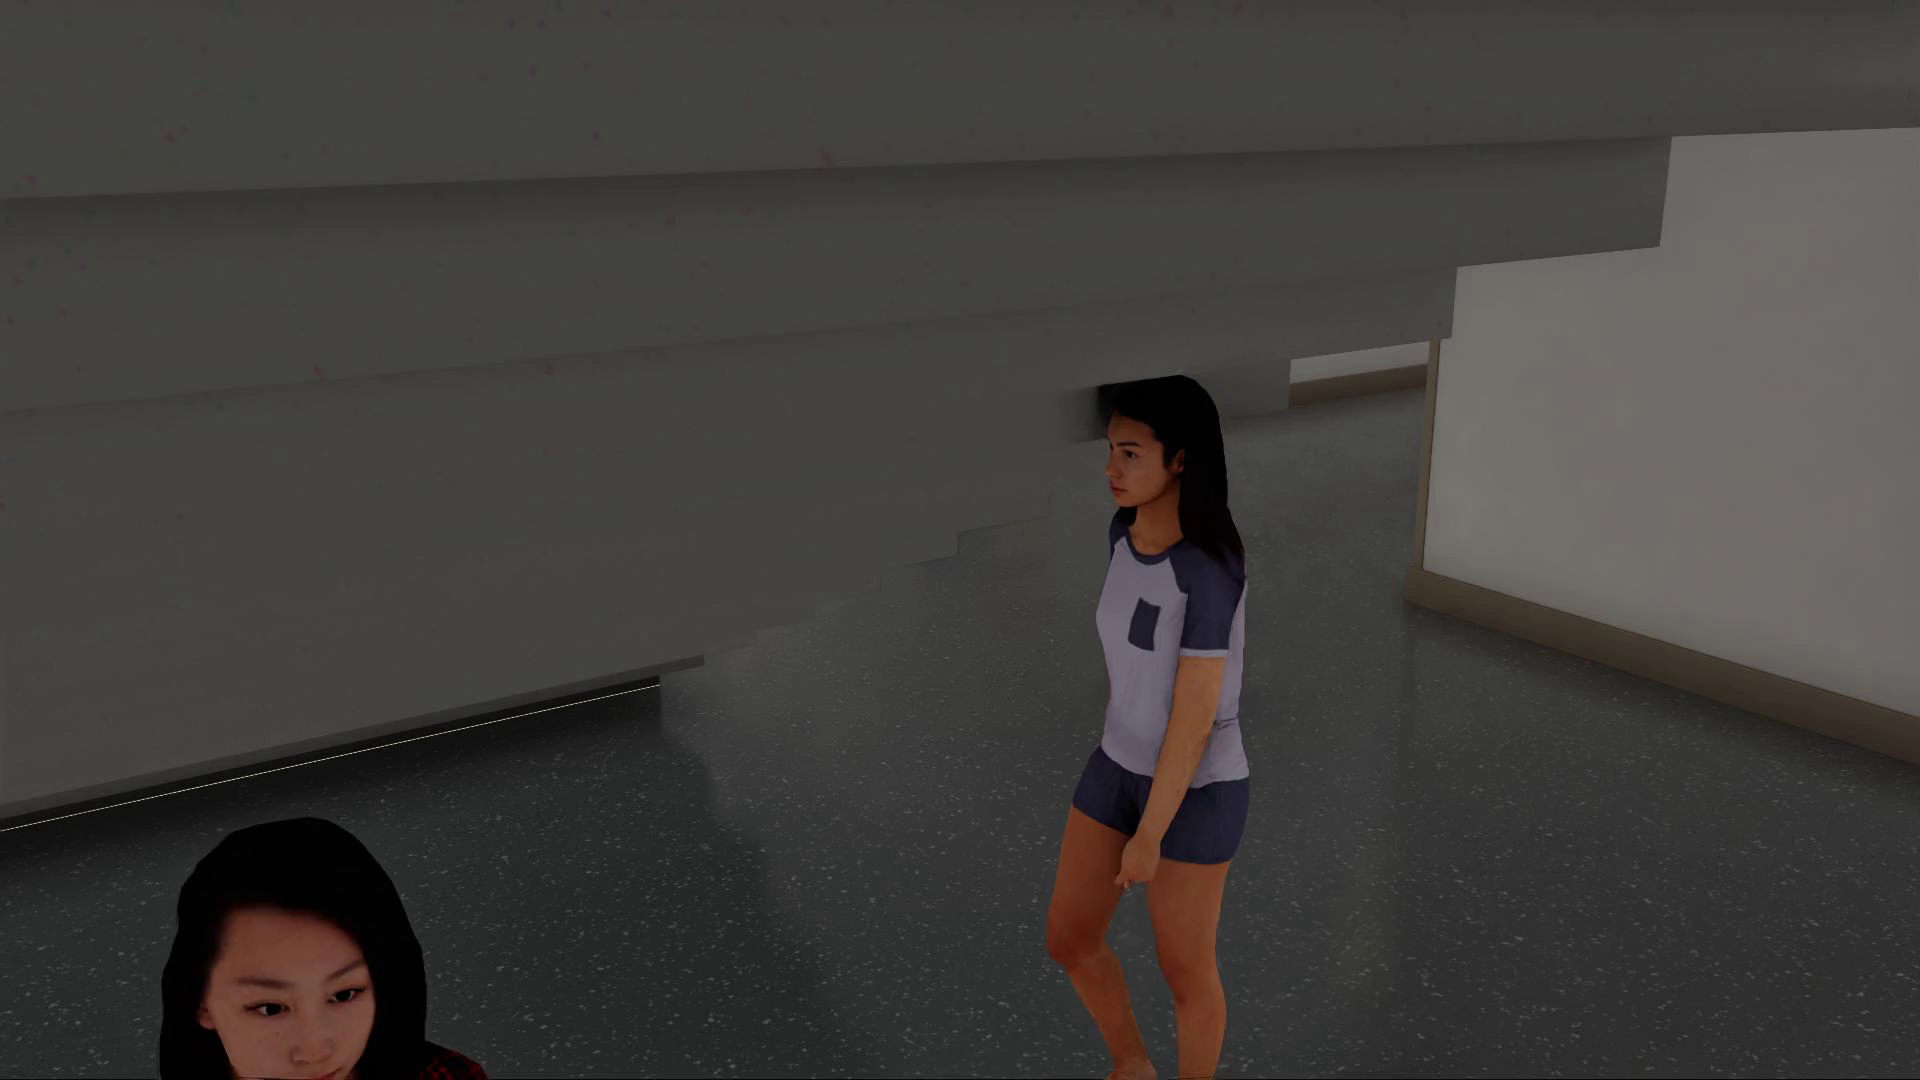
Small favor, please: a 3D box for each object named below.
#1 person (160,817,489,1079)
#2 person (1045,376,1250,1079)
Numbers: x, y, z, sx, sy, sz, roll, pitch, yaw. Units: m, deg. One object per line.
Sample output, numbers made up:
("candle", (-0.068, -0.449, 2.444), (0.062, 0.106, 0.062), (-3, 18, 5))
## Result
("person", (-0.623, 1.038, 1.646), (0.648, 1.654, 0.657), (9, 18, 29))
("person", (0.491, 0.507, 3.407), (0.646, 1.719, 0.523), (-9, 18, -28))
